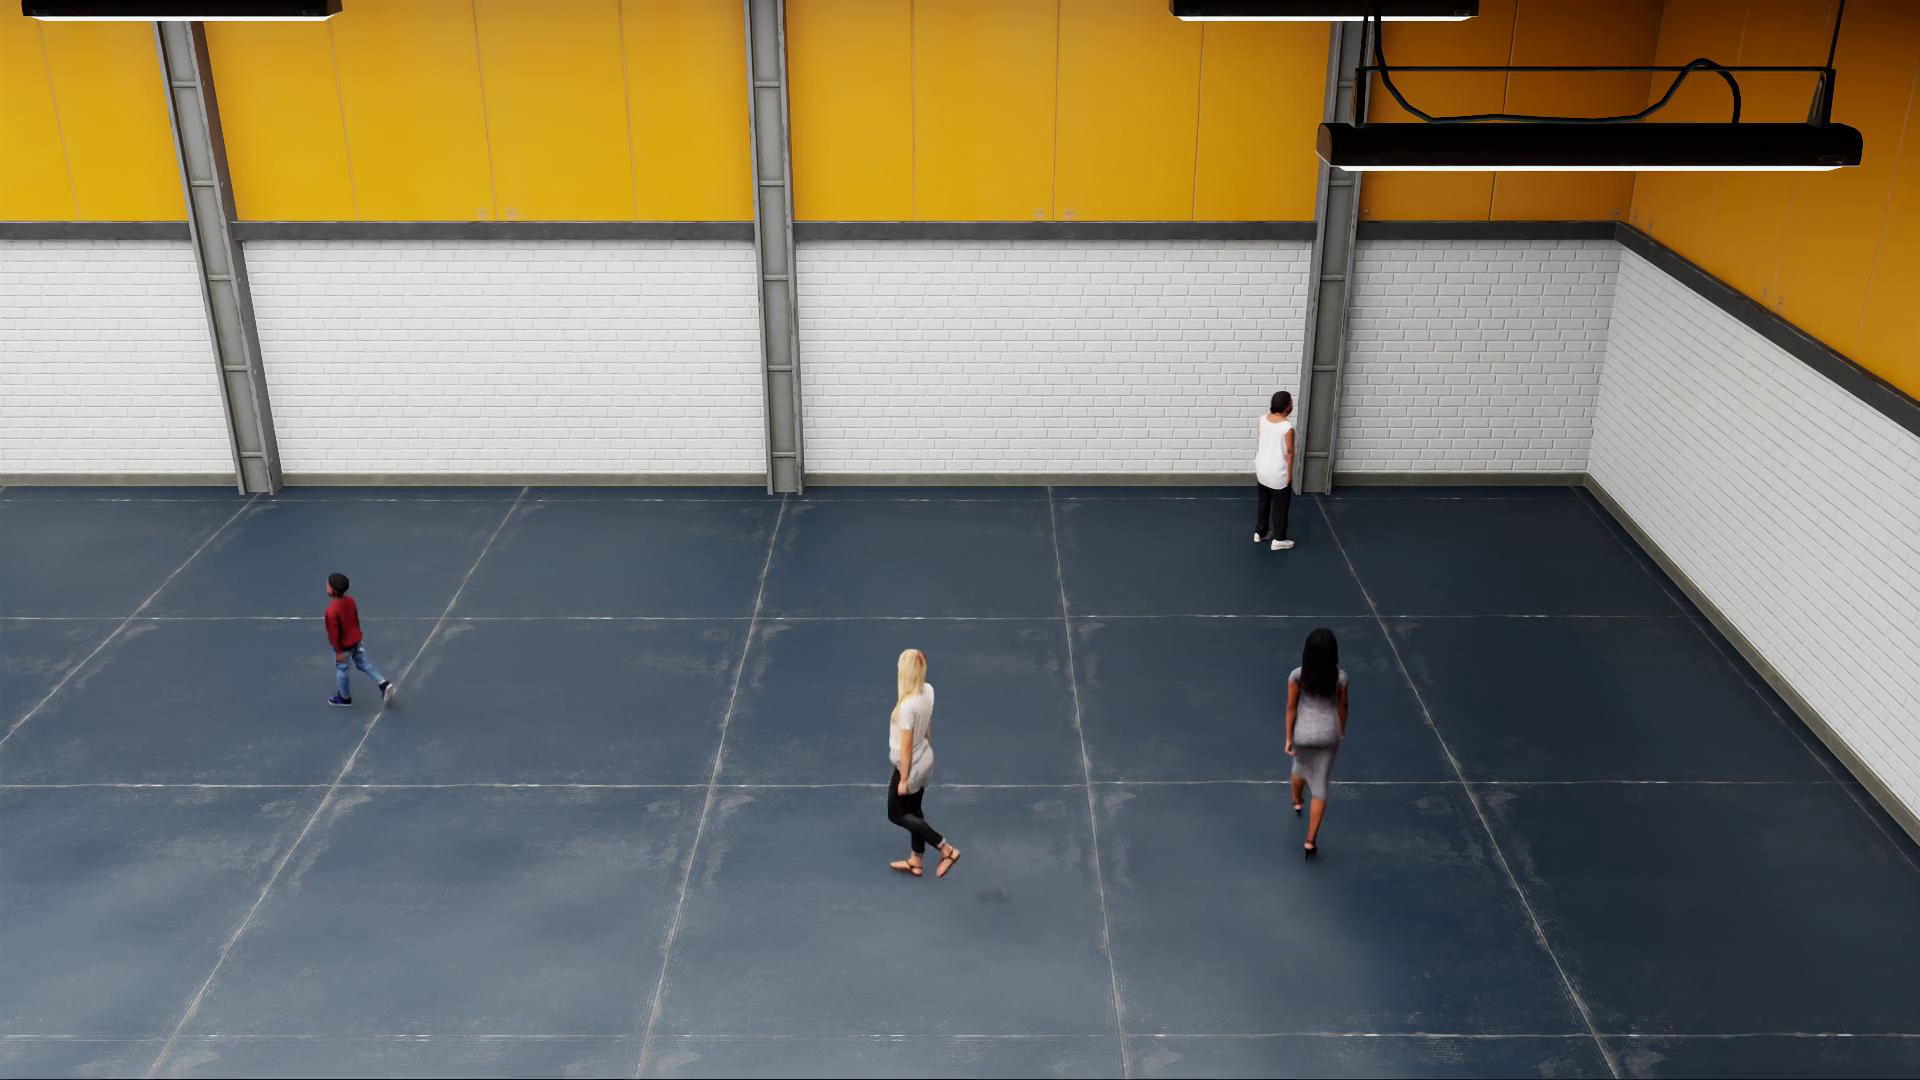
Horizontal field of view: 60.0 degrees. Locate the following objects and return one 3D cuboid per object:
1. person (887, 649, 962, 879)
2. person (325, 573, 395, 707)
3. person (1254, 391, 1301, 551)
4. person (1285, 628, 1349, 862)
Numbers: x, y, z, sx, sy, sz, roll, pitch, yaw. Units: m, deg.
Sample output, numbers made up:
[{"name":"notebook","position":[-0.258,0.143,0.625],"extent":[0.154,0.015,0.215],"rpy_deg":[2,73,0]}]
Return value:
[{"name":"person","position":[-0.242,1.620,11.719],"extent":[0.880,1.816,0.751],"rpy_deg":[7,25,17]},{"name":"person","position":[-5.161,0.867,14.158],"extent":[0.854,1.241,0.632],"rpy_deg":[6,24,14]},{"name":"person","position":[3.296,-0.746,17.292],"extent":[0.783,1.687,0.760],"rpy_deg":[-13,27,-28]},{"name":"person","position":[2.574,1.511,12.052],"extent":[0.993,1.749,0.806],"rpy_deg":[6,24,13]}]
